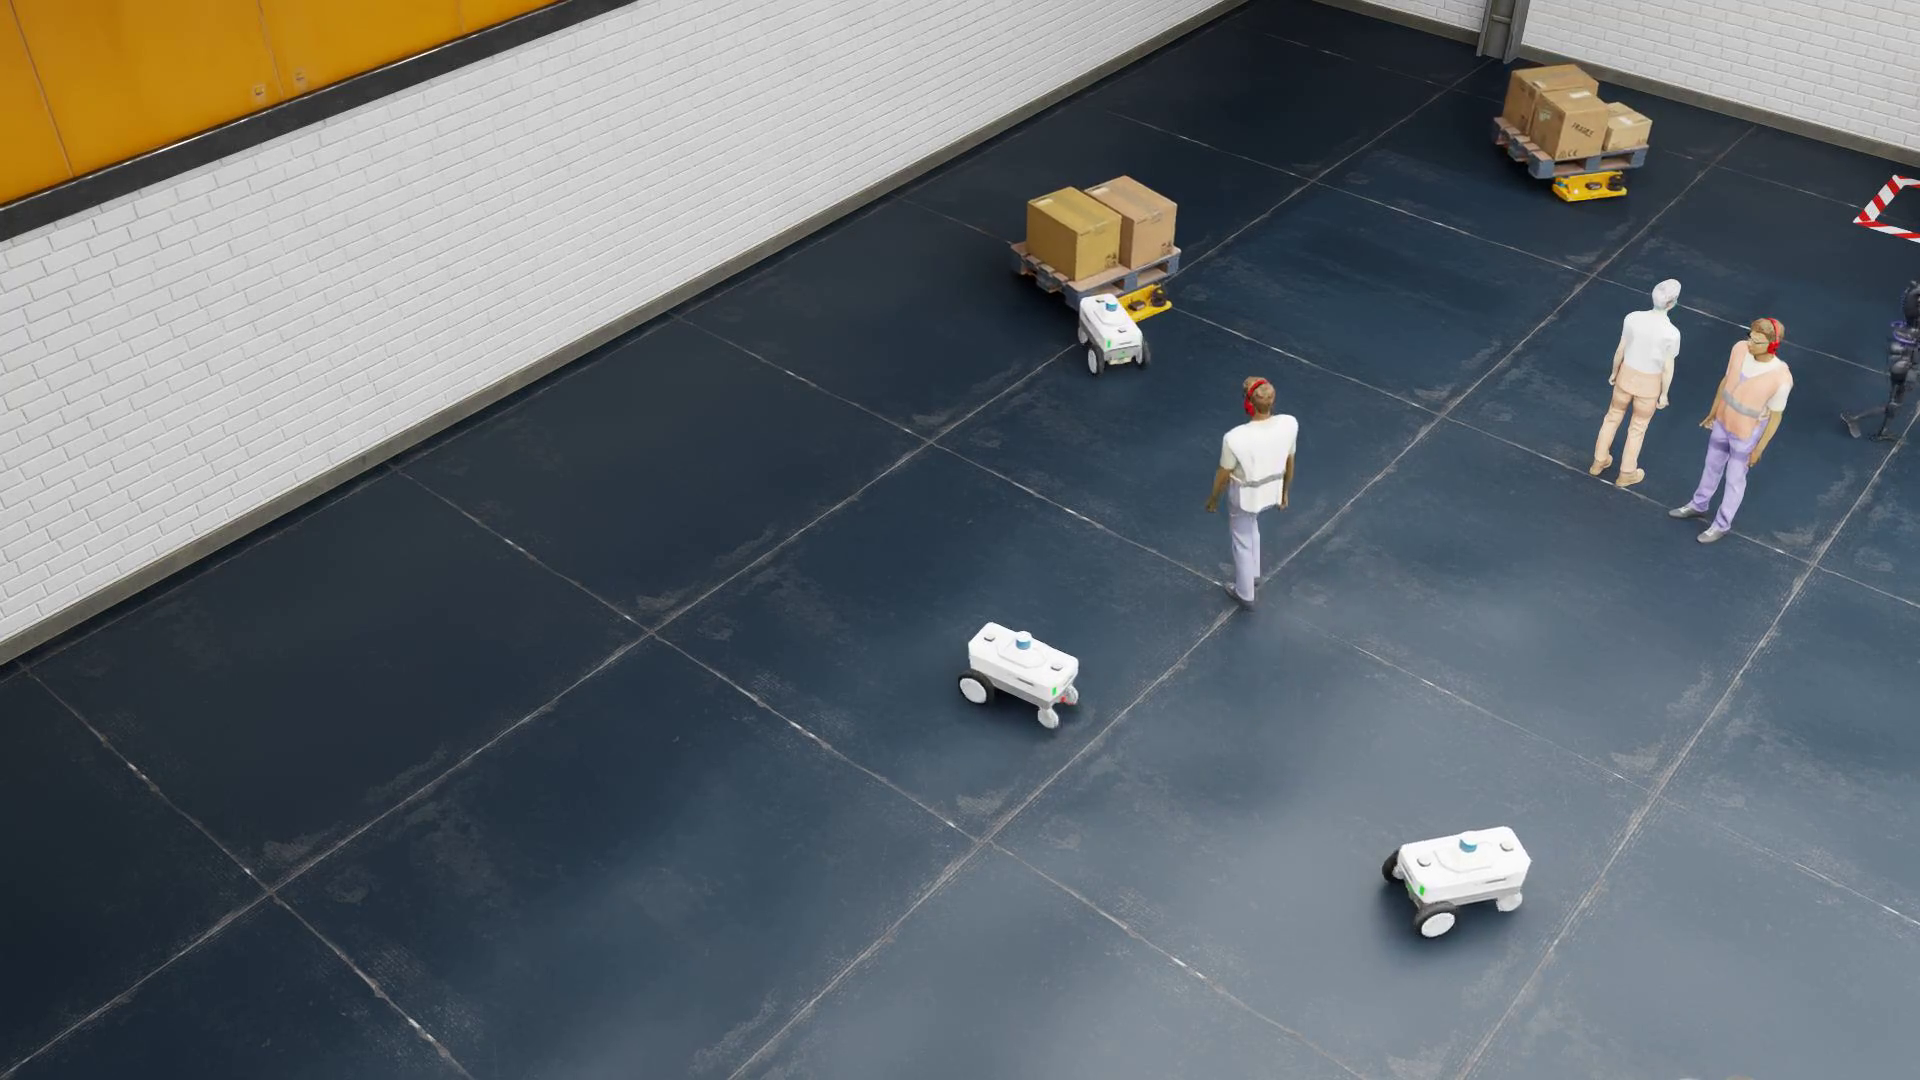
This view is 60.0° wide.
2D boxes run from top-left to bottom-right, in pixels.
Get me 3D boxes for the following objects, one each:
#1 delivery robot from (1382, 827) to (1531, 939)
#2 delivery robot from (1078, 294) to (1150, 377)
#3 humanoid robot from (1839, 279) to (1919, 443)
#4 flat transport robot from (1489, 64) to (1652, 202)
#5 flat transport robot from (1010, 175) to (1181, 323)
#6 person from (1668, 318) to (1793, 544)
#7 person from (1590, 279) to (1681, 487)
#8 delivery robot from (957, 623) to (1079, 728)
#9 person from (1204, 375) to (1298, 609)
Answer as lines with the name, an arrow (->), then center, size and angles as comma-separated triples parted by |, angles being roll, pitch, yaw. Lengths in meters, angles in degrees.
delivery robot -> 2.887, 1.940, 9.665 | 0.815, 0.614, 0.499 | -8, 40, -10
delivery robot -> 1.294, -1.780, 14.270 | 0.499, 0.597, 0.779 | -11, 40, -13
humanoid robot -> 7.375, -1.484, 13.026 | 0.494, 1.640, 0.582 | 14, 41, 17
flat transport robot -> 6.198, -3.906, 17.135 | 0.659, 0.231, 1.431 | -9, 40, -11
flat transport robot -> 1.220, -2.385, 15.247 | 0.659, 0.231, 1.431 | -25, 45, -28
person -> 5.640, -0.802, 12.025 | 0.378, 1.844, 0.565 | -11, 40, -13
person -> 5.148, -1.196, 12.592 | 0.321, 1.748, 0.476 | -29, 47, -31
delivery robot -> 0.406, 0.846, 10.990 | 0.756, 0.571, 0.499 | 22, 44, 25
person -> 1.972, -0.329, 11.455 | 0.557, 1.825, 0.539 | -20, 43, -23
